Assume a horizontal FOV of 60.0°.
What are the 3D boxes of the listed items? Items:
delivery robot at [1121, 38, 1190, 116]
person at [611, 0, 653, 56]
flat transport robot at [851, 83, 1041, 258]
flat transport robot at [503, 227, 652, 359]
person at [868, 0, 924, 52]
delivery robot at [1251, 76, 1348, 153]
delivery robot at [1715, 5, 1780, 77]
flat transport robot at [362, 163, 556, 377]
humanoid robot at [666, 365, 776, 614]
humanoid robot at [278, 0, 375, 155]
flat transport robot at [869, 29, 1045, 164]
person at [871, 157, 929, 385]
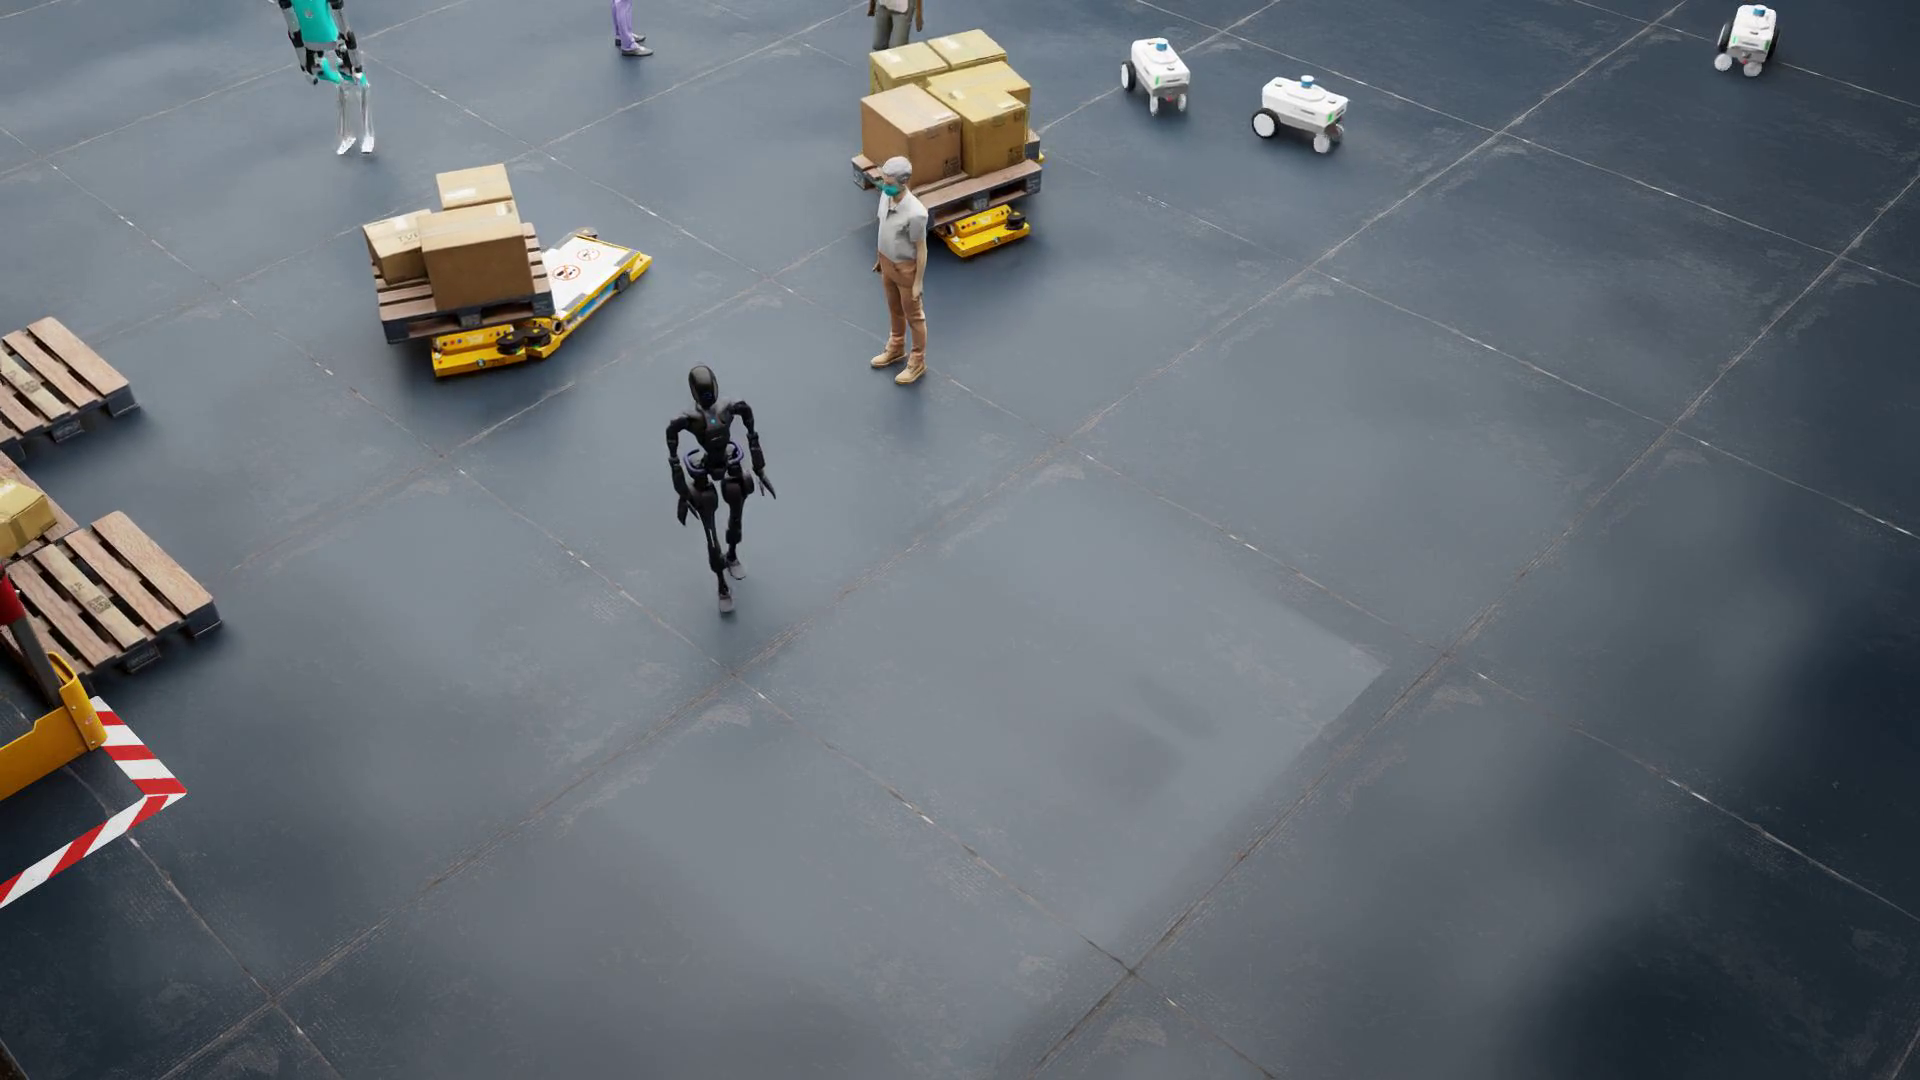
[{"bbox_3d":[1.794,-4.234,15.020,0.499,0.597,0.779,-10,43,-11],"label":"delivery robot"},{"bbox_3d":[-3.163,-5.391,15.341,0.374,1.840,0.569,-14,44,-15],"label":"person"},{"bbox_3d":[-0.105,-2.793,13.630,0.659,0.231,1.431,-24,47,-24],"label":"flat transport robot"},{"bbox_3d":[-3.015,-1.897,12.635,0.659,0.231,1.431,18,45,19],"label":"flat transport robot"},{"bbox_3d":[-0.560,-4.673,14.563,0.572,1.813,0.441,28,49,27],"label":"person"},{"bbox_3d":[2.966,-3.748,14.485,0.794,0.603,0.499,27,48,26],"label":"delivery robot"},{"bbox_3d":[7.380,-4.705,15.532,0.513,0.581,0.740,16,44,17],"label":"delivery robot"},{"bbox_3d":[-3.685,-1.741,12.461,0.659,0.231,1.431,-13,44,-14],"label":"flat transport robot"},{"bbox_3d":[-1.385,-0.318,9.837,0.601,1.642,0.638,-17,45,-18],"label":"humanoid robot"},{"bbox_3d":[-5.197,-4.064,13.885,0.530,1.721,0.722,2,42,2],"label":"humanoid robot"},{"bbox_3d":[-0.060,-3.265,14.155,1.431,0.231,0.659,-18,45,-19],"label":"flat transport robot"},{"bbox_3d":[-0.414,-1.878,11.508,0.321,1.747,0.481,-28,49,-27],"label":"person"}]
